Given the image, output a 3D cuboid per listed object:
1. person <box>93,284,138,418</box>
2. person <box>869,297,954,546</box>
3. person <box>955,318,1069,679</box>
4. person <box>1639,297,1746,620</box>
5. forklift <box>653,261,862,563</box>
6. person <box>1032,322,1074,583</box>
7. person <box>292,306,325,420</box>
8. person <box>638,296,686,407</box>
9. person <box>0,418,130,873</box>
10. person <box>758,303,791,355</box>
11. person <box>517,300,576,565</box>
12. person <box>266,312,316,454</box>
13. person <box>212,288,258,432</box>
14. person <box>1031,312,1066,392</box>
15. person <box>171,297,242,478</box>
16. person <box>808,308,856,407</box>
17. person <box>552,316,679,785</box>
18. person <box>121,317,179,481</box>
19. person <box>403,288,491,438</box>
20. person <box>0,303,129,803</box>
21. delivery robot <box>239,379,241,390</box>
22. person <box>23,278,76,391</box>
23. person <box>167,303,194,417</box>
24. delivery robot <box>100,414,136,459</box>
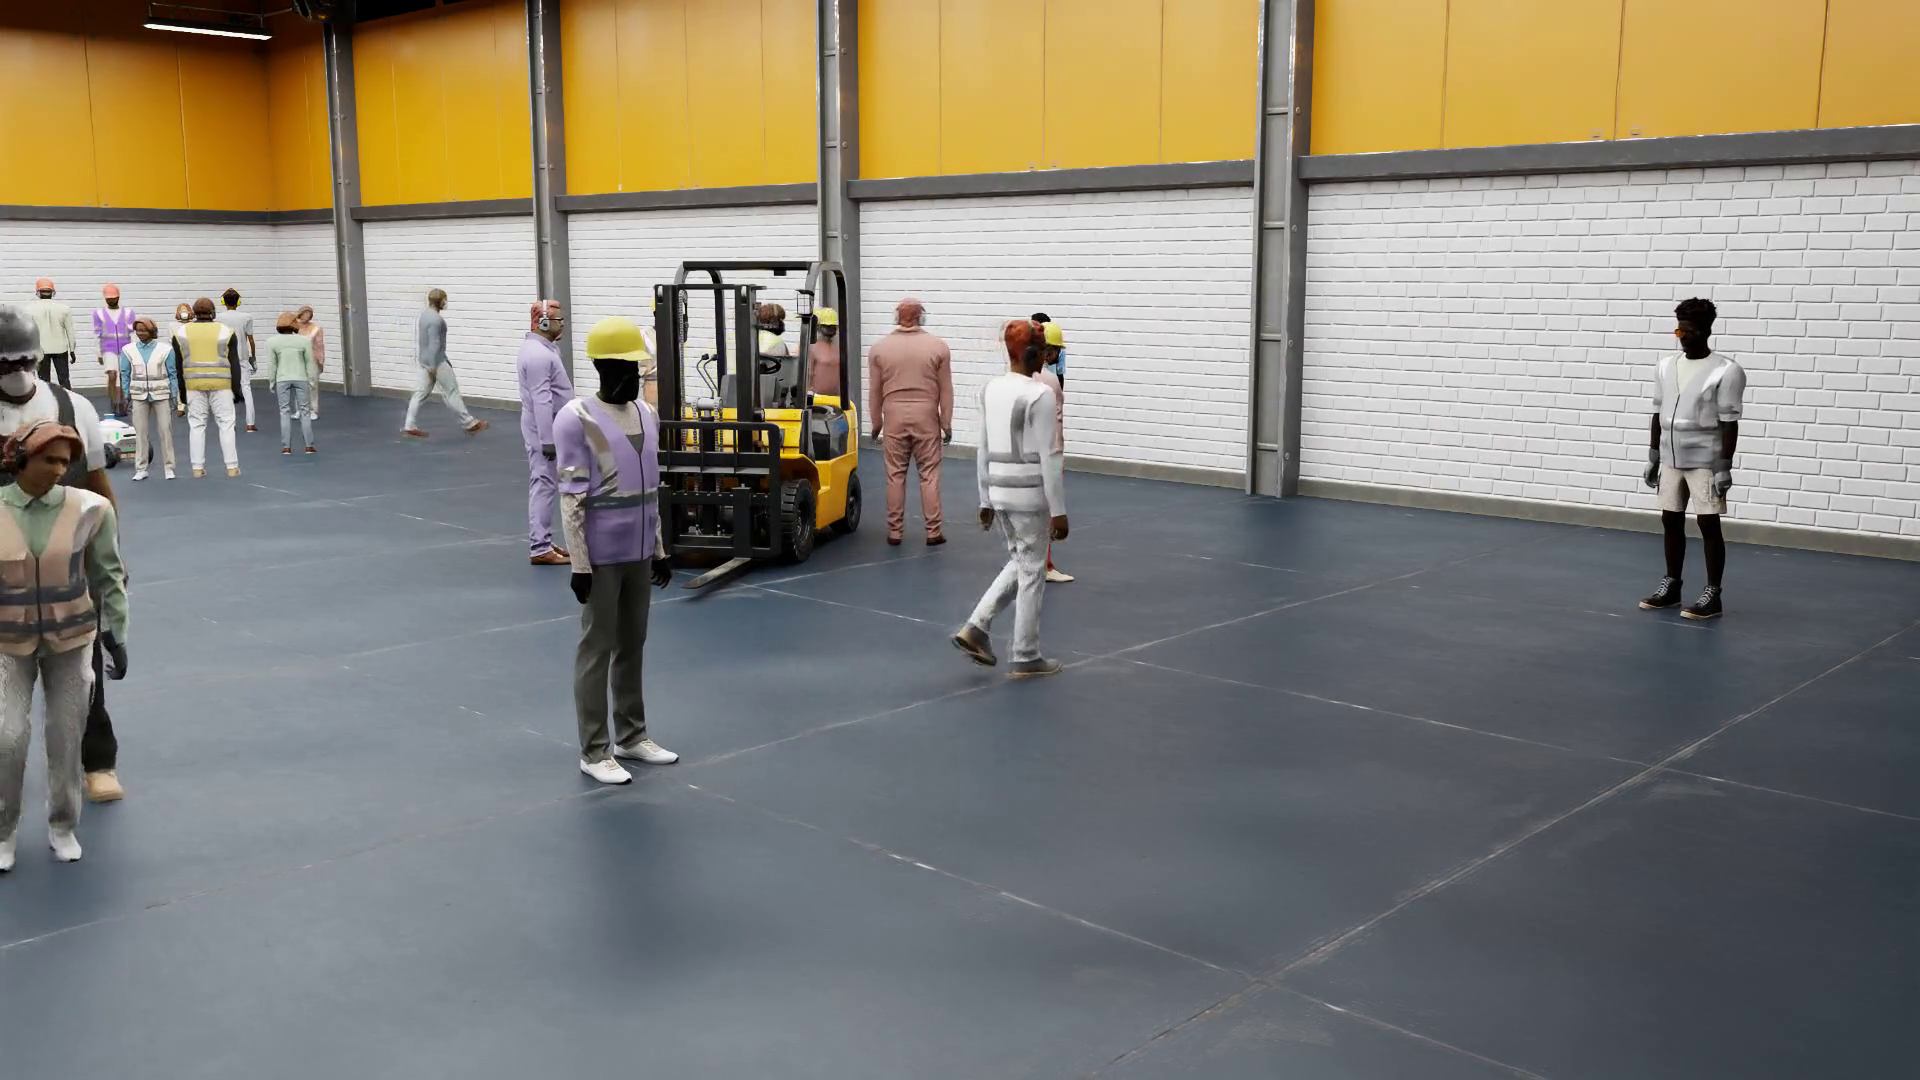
[{"bbox_3d":[-11.988,-2.679,23.681,0.547,1.899,0.854,-6,11,-31],"label":"person"},{"bbox_3d":[-0.366,-0.903,12.761,0.651,1.906,0.402,1,9,4],"label":"person"},{"bbox_3d":[0.300,-0.196,8.532,0.466,1.869,0.585,-5,11,-29],"label":"person"},{"bbox_3d":[4.450,-0.495,10.128,0.397,1.956,0.606,-4,10,-25],"label":"person"},{"bbox_3d":[-1.552,-1.040,12.721,1.214,2.155,2.313,2,9,11],"label":"forklift"},{"bbox_3d":[0.576,-0.592,11.316,0.335,1.761,0.531,-4,10,-24],"label":"person"},{"bbox_3d":[-9.121,-2.470,23.255,0.536,1.604,0.446,0,9,-2],"label":"person"},{"bbox_3d":[-2.626,-1.227,14.712,0.382,1.918,0.585,7,12,36],"label":"person"},{"bbox_3d":[-3.218,0.370,5.848,0.534,1.606,0.454,-6,11,-32],"label":"person"},{"bbox_3d":[-1.537,-1.126,14.382,0.728,1.817,0.642,-6,11,-34],"label":"person"},{"bbox_3d":[-2.962,-0.770,11.977,0.401,1.901,0.650,-2,10,-14],"label":"person"},{"bbox_3d":[-7.662,-1.796,19.067,0.501,1.633,0.289,-3,10,-19],"label":"person"},{"bbox_3d":[-9.400,-2.322,21.575,0.530,1.871,0.323,-4,10,-25],"label":"person"},{"bbox_3d":[0.799,-1.412,16.551,0.536,1.690,0.321,-3,10,-18],"label":"person"},{"bbox_3d":[-7.666,-1.551,16.969,0.626,1.834,0.430,-3,10,-16],"label":"person"},{"bbox_3d":[-1.218,-1.357,16.064,0.729,1.742,0.538,8,13,42],"label":"person"},{"bbox_3d":[-1.424,0.034,6.947,0.364,1.928,0.586,5,10,27],"label":"person"},{"bbox_3d":[-8.130,-1.414,16.716,0.517,1.636,0.313,-2,10,-15],"label":"person"},{"bbox_3d":[-6.542,-2.222,20.932,1.074,1.871,0.647,-6,11,-34],"label":"person"},{"bbox_3d":[-3.736,0.035,6.599,0.751,2.000,0.738,7,12,37],"label":"person"},{"bbox_3d":[-11.638,-2.487,26.319,0.477,0.478,0.707,-1,9,-3],"label":"delivery robot"},{"bbox_3d":[-12.612,-2.629,23.071,0.622,1.991,0.389,-6,11,-32],"label":"person"},{"bbox_3d":[-11.085,-2.577,23.851,0.500,1.636,0.285,-3,10,-16],"label":"person"},{"bbox_3d":[-9.146,-1.116,17.912,0.707,0.478,0.477,5,11,29],"label":"delivery robot"}]
